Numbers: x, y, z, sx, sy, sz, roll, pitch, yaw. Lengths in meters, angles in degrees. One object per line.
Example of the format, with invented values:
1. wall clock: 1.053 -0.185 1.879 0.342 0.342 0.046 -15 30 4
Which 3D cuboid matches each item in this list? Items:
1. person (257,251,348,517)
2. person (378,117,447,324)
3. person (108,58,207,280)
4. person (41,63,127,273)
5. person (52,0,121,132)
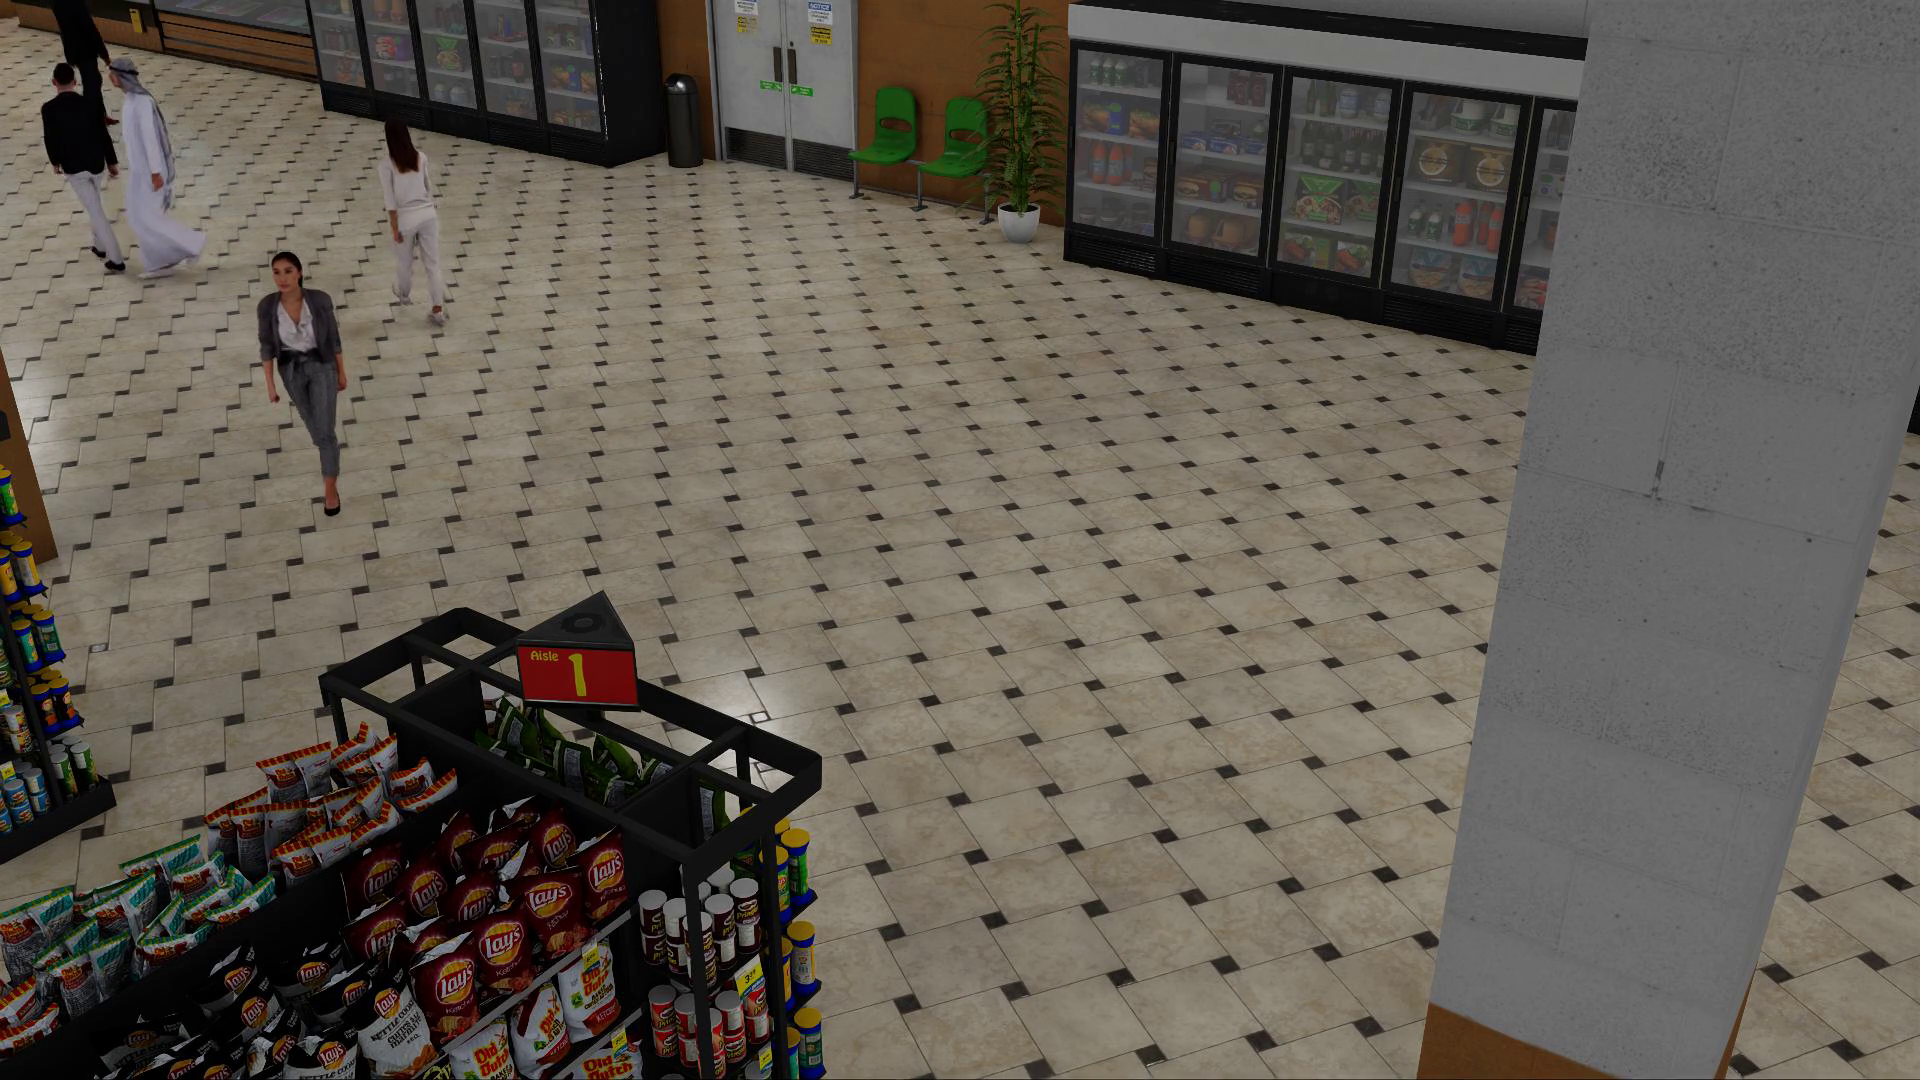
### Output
1. person: -4.123 -1.040 10.568 1.096 1.633 1.137 -5 27 -9
2. person: -4.418 -2.573 13.575 1.046 1.647 0.867 -20 33 -34
3. person: -7.057 -3.263 14.642 0.938 1.914 0.827 -21 34 -35
4. person: -7.726 -3.258 14.747 0.789 1.809 0.934 23 35 37
5. person: -10.341 -5.639 19.449 0.692 1.802 0.775 19 32 33
